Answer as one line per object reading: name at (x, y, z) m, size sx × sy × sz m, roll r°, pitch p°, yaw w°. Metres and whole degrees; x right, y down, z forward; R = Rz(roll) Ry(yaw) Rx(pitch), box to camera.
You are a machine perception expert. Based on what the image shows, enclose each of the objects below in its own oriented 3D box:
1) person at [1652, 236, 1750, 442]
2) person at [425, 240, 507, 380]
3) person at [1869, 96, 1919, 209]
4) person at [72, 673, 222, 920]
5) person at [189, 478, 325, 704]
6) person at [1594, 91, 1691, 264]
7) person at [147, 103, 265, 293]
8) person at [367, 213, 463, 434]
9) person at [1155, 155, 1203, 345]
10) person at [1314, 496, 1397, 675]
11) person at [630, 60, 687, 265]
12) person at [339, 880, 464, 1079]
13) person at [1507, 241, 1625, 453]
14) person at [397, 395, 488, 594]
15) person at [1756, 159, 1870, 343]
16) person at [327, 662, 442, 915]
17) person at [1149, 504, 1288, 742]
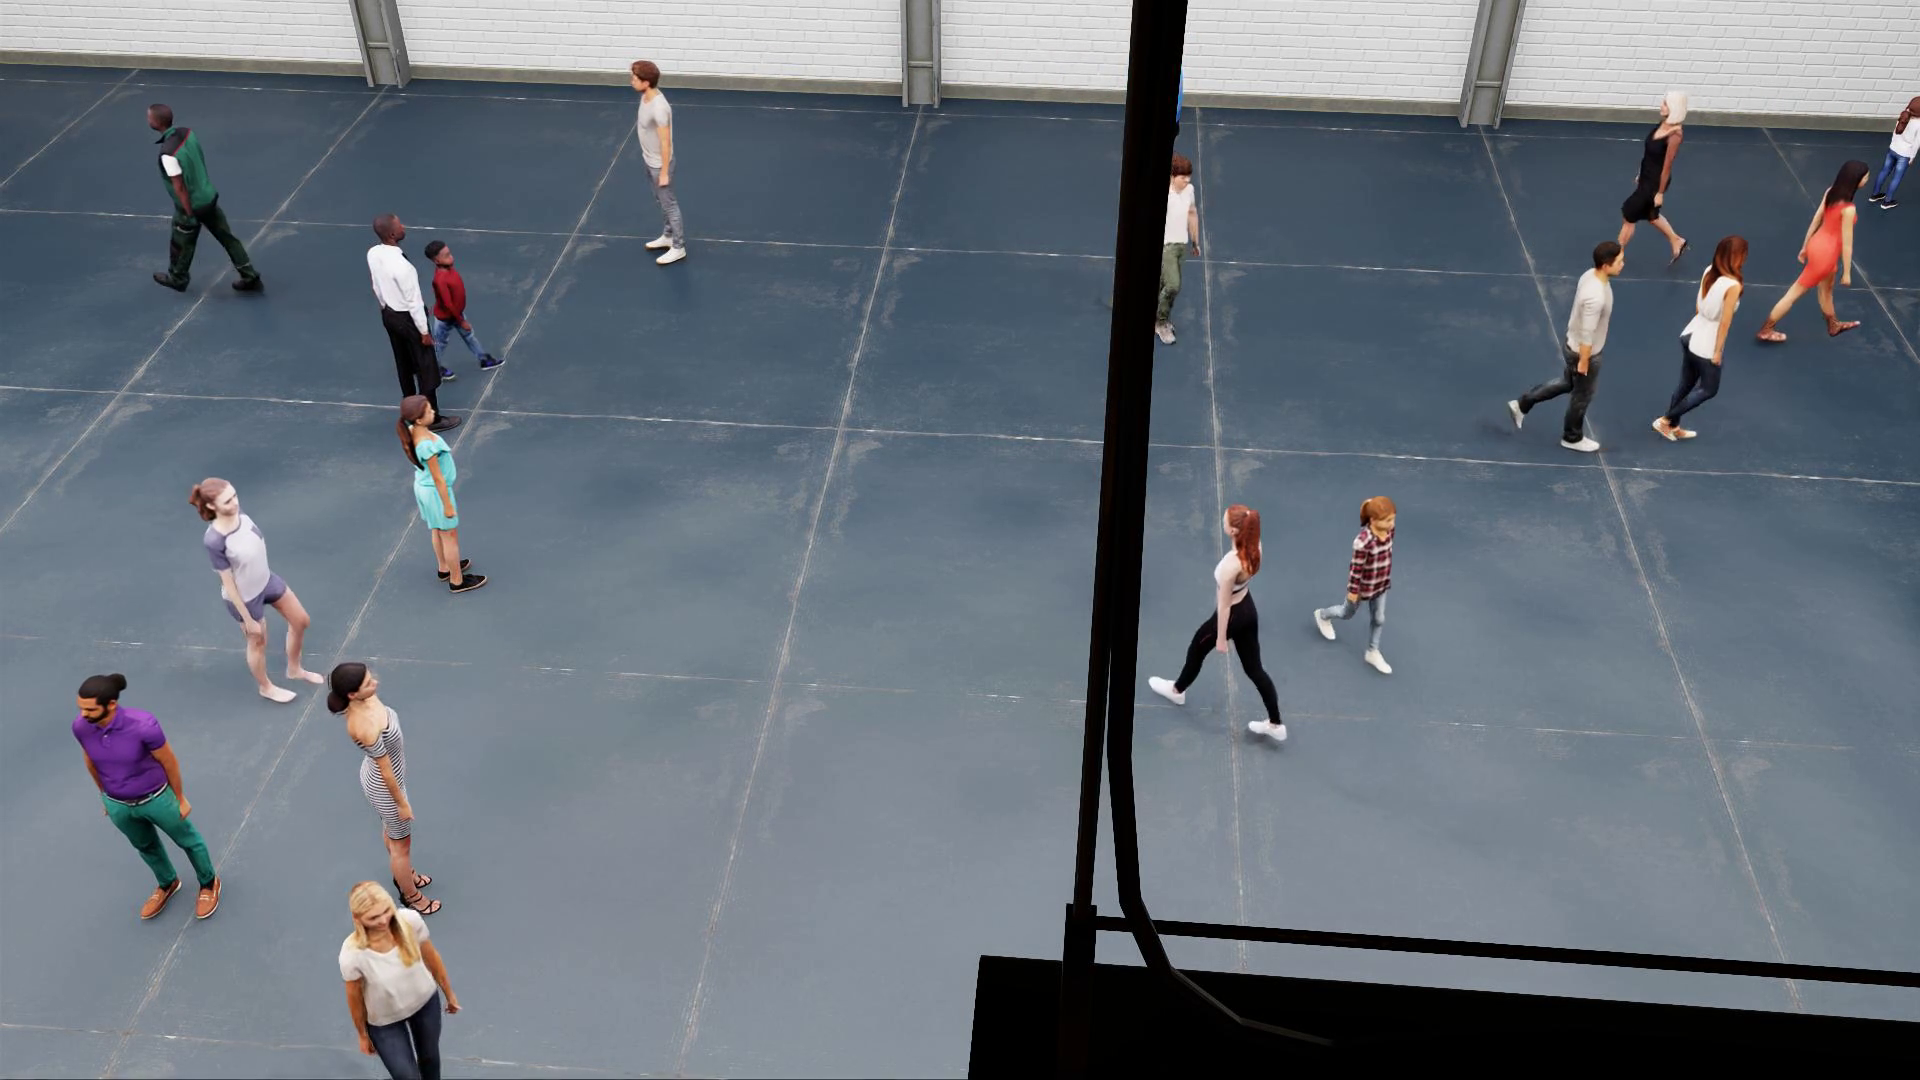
person at (5.584, -1.489, 12.659) m, size 0.731 × 1.777 × 0.695 m, roll -6°, pitch 39°, yaw -7°
person at (-4.226, -1.855, 13.553) m, size 0.857 × 1.235 × 0.538 m, roll 1°, pitch 39°, yaw 1°
person at (9.080, -3.766, 16.044) m, size 0.570 × 1.112 × 0.520 m, roll -18°, pitch 42°, yaw -21°
person at (-4.451, 1.382, 9.072) m, size 0.488 × 1.767 × 0.681 m, roll 1°, pitch 39°, yaw 1°
person at (-4.513, 0.317, 10.419) m, size 0.649 × 1.751 × 0.610 m, roll 6°, pitch 39°, yaw 8°
person at (6.248, -3.166, 14.803) m, size 1.050 × 1.722 × 0.683 m, roll 7°, pitch 39°, yaw 9°
person at (-6.536, -2.902, 14.426) m, size 1.152 × 1.780 × 0.697 m, roll 4°, pitch 39°, yaw 5°
person at (-4.278, -1.669, 12.838) m, size 0.676 × 1.835 × 0.778 m, roll 27°, pitch 46°, yaw 30°
person at (1.731, -2.506, 14.043) m, size 0.753 × 1.641 × 0.814 m, roll -29°, pitch 47°, yaw -31°
person at (2.619, 0.239, 10.887) m, size 0.893 × 1.288 × 0.908 m, roll -22°, pitch 44°, yaw -26°
person at (-2.706, -3.421, 14.989) m, size 0.735 × 1.889 × 0.745 m, roll -16°, pitch 41°, yaw -19°
person at (-2.726, 2.221, 7.994) m, size 0.794 × 1.803 × 0.749 m, roll 31°, pitch 48°, yaw 33°
person at (4.652, -1.478, 12.632) m, size 0.995 × 1.794 × 0.723 m, roll 8°, pitch 39°, yaw 10°
person at (-3.587, -0.330, 11.384) m, size 0.694 × 1.558 × 0.641 m, roll -25°, pitch 45°, yaw -27°
person at (7.056, -2.330, 13.798) m, size 1.094 × 1.670 × 0.651 m, roll 0°, pitch 39°, yaw 0°
person at (-3.133, 1.352, 9.066) m, size 0.688 × 1.823 × 0.677 m, roll -16°, pitch 41°, yaw -19°
person at (1.754, 0.543, 10.185) m, size 1.275 × 1.691 × 1.035 m, roll 25°, pitch 45°, yaw 28°
